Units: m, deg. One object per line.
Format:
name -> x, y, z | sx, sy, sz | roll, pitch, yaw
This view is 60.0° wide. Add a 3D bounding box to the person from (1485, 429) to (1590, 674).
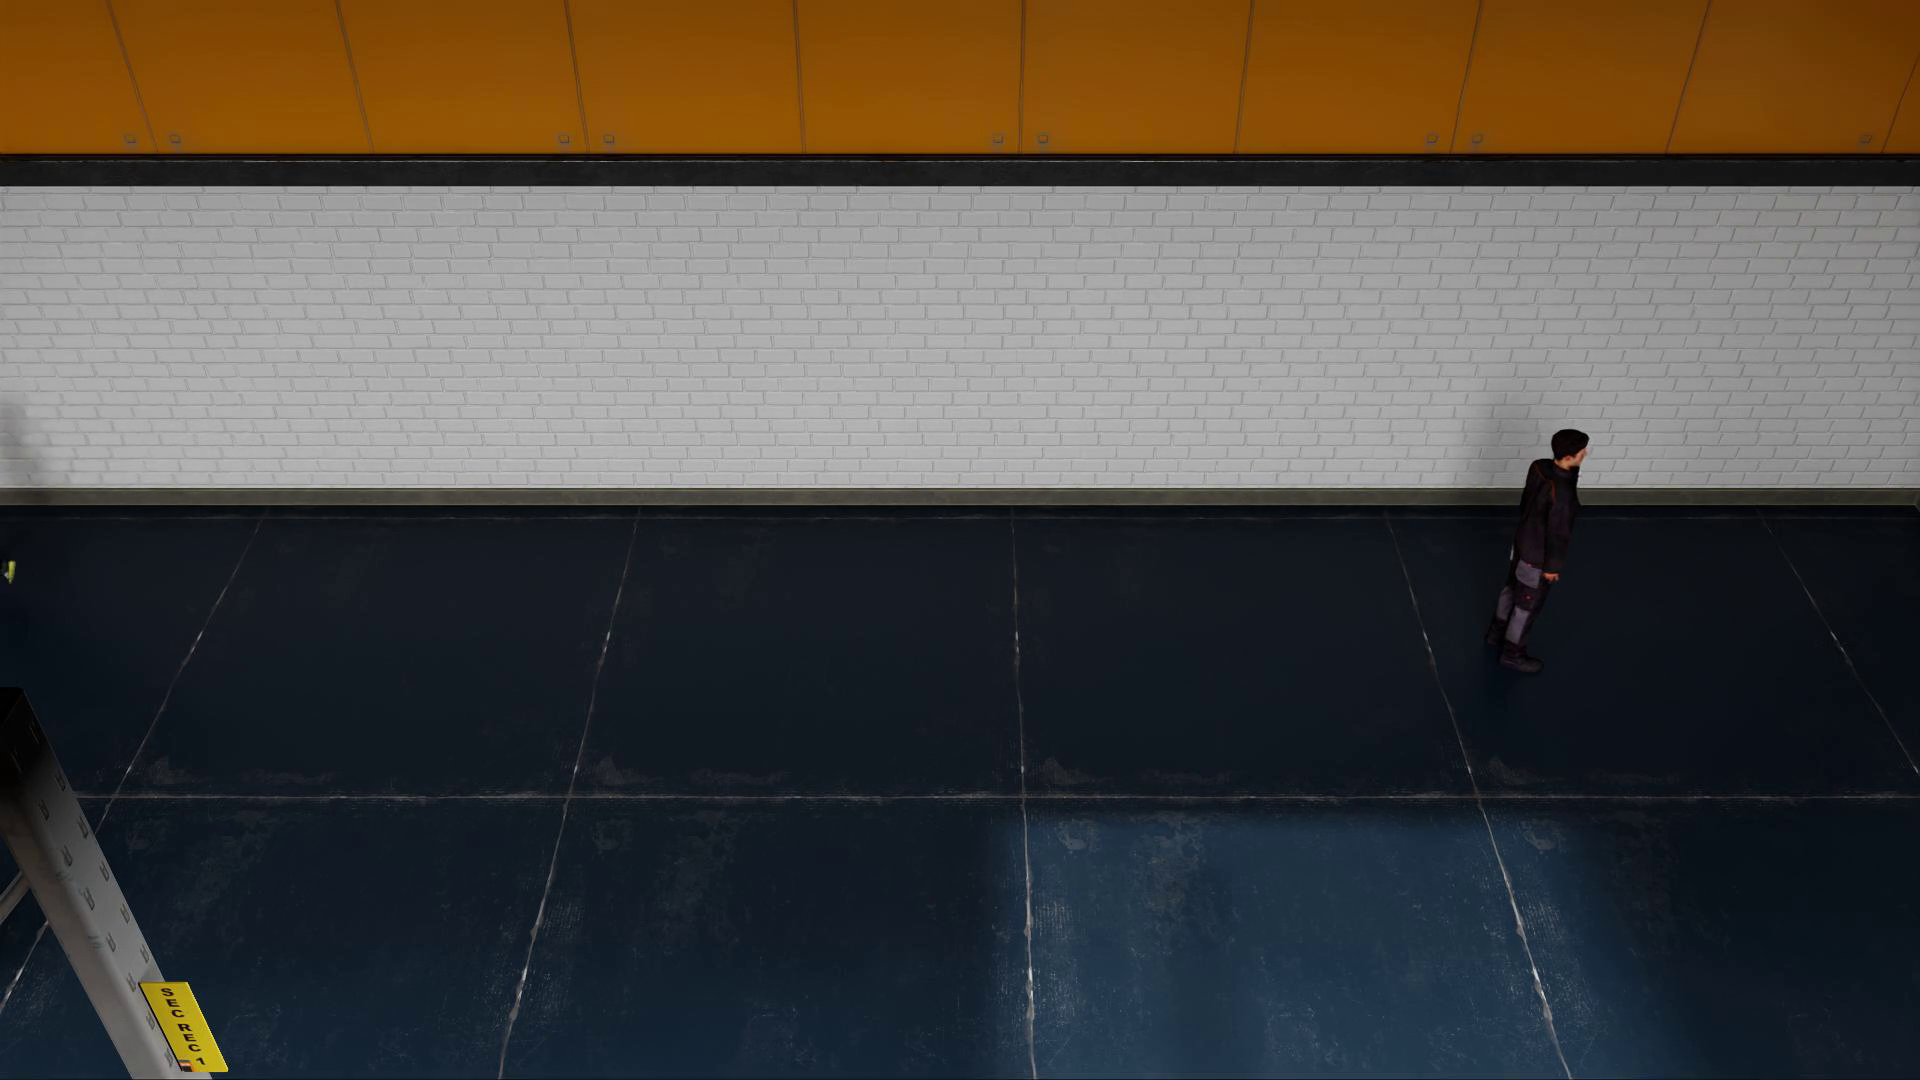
person -> 3.979, 0.044, 11.470 | 0.751, 1.945, 0.514 | -1, 39, -2
